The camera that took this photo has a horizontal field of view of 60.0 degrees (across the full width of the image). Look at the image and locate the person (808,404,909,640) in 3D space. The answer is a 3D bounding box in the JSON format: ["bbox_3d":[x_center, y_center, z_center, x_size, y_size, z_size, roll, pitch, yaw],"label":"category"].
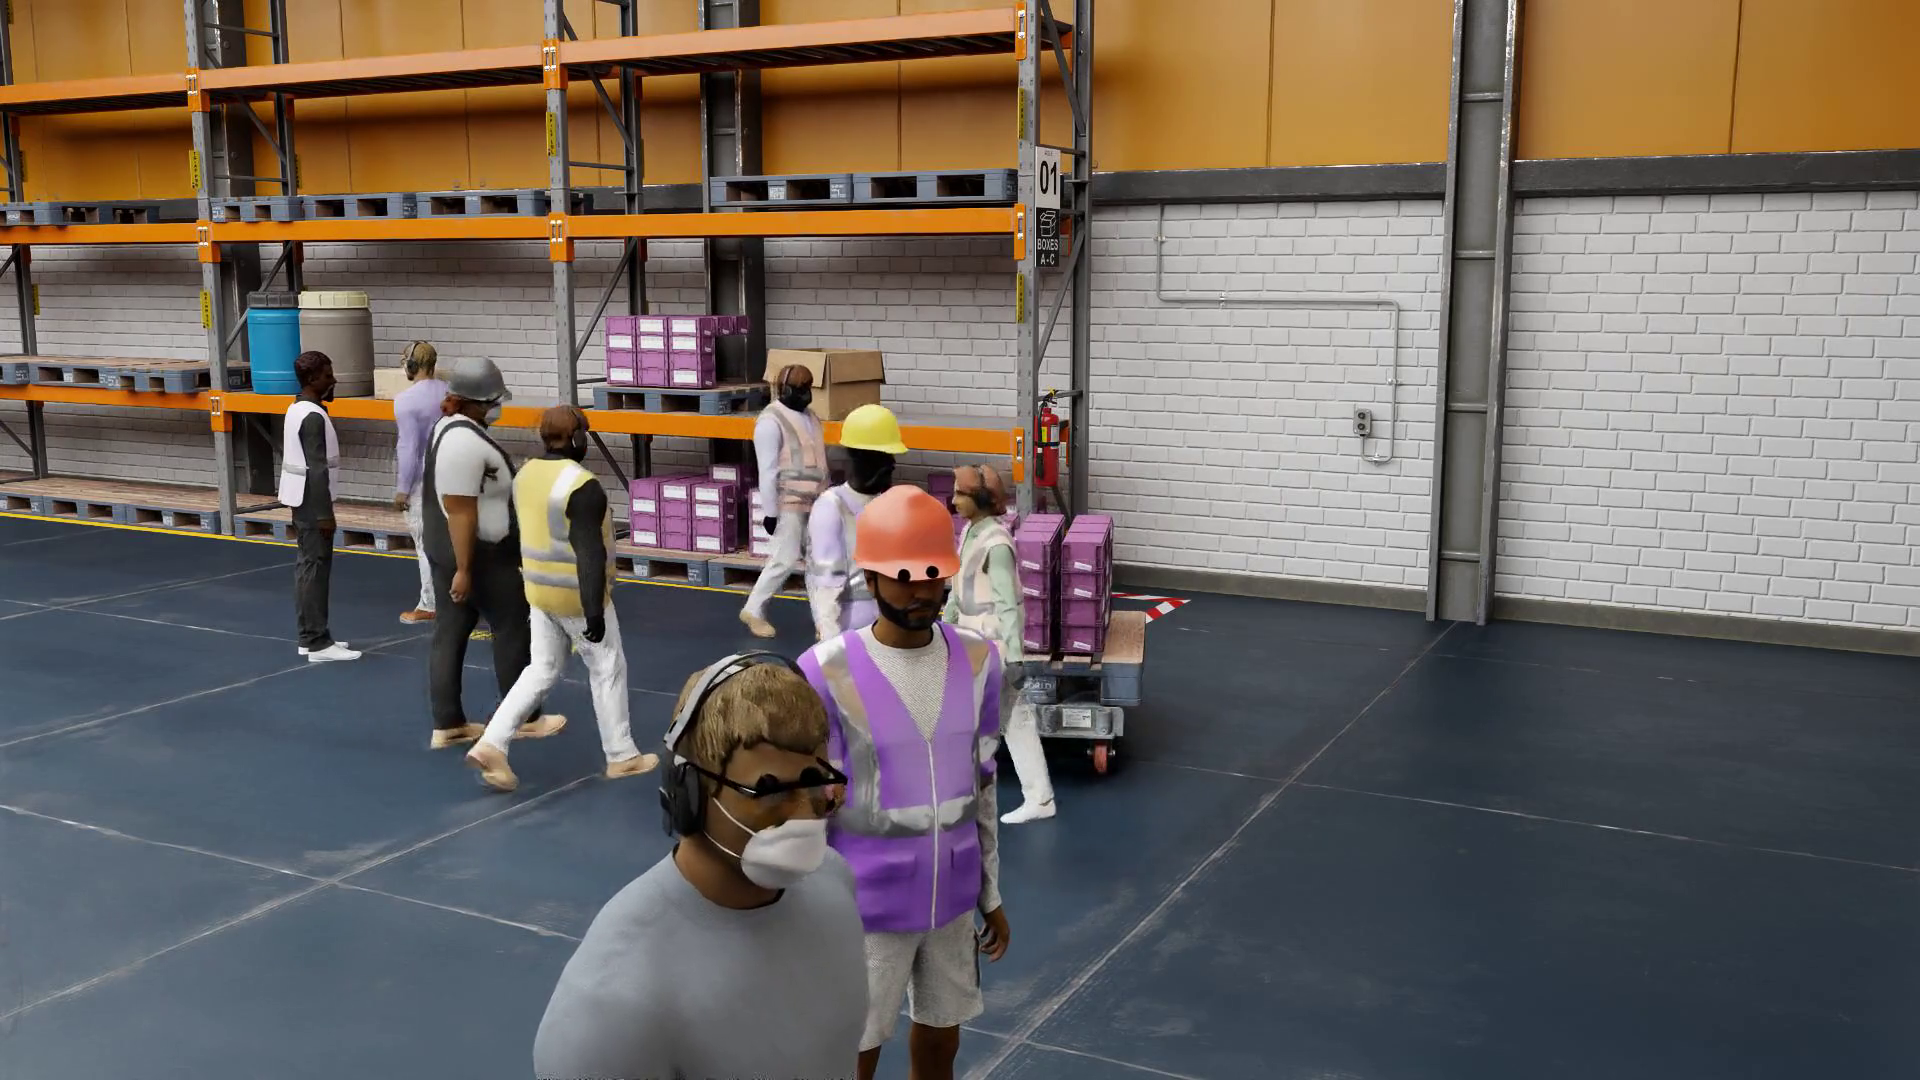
[{"bbox_3d":[-0.447,0.378,6.828,0.971,1.885,0.595,6,11,34],"label":"person"}]

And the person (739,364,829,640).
[{"bbox_3d":[-1.084,-0.232,10.767,0.753,1.823,0.638,5,10,27],"label":"person"}]

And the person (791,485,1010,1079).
[{"bbox_3d":[-0.120,0.832,3.837,0.552,1.935,0.367,-5,11,-30],"label":"person"}]

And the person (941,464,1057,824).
[{"bbox_3d":[0.049,0.474,7.104,0.847,1.595,0.513,-2,9,-9],"label":"person"}]

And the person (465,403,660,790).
[{"bbox_3d":[-1.879,0.270,7.733,0.631,1.809,0.874,9,13,44],"label":"person"}]

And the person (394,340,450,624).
[{"bbox_3d":[-3.647,-0.393,11.388,0.372,1.940,0.632,3,10,16],"label":"person"}]

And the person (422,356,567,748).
[{"bbox_3d":[-2.361,0.036,8.426,0.776,2.000,0.670,-7,12,-37],"label":"person"}]

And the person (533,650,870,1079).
[{"bbox_3d":[-0.299,1.092,2.234,0.366,1.936,0.630,4,10,22],"label":"person"}]

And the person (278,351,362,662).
[{"bbox_3d":[-4.008,-0.209,10.313,0.399,1.920,0.590,-5,11,-29],"label":"person"}]
